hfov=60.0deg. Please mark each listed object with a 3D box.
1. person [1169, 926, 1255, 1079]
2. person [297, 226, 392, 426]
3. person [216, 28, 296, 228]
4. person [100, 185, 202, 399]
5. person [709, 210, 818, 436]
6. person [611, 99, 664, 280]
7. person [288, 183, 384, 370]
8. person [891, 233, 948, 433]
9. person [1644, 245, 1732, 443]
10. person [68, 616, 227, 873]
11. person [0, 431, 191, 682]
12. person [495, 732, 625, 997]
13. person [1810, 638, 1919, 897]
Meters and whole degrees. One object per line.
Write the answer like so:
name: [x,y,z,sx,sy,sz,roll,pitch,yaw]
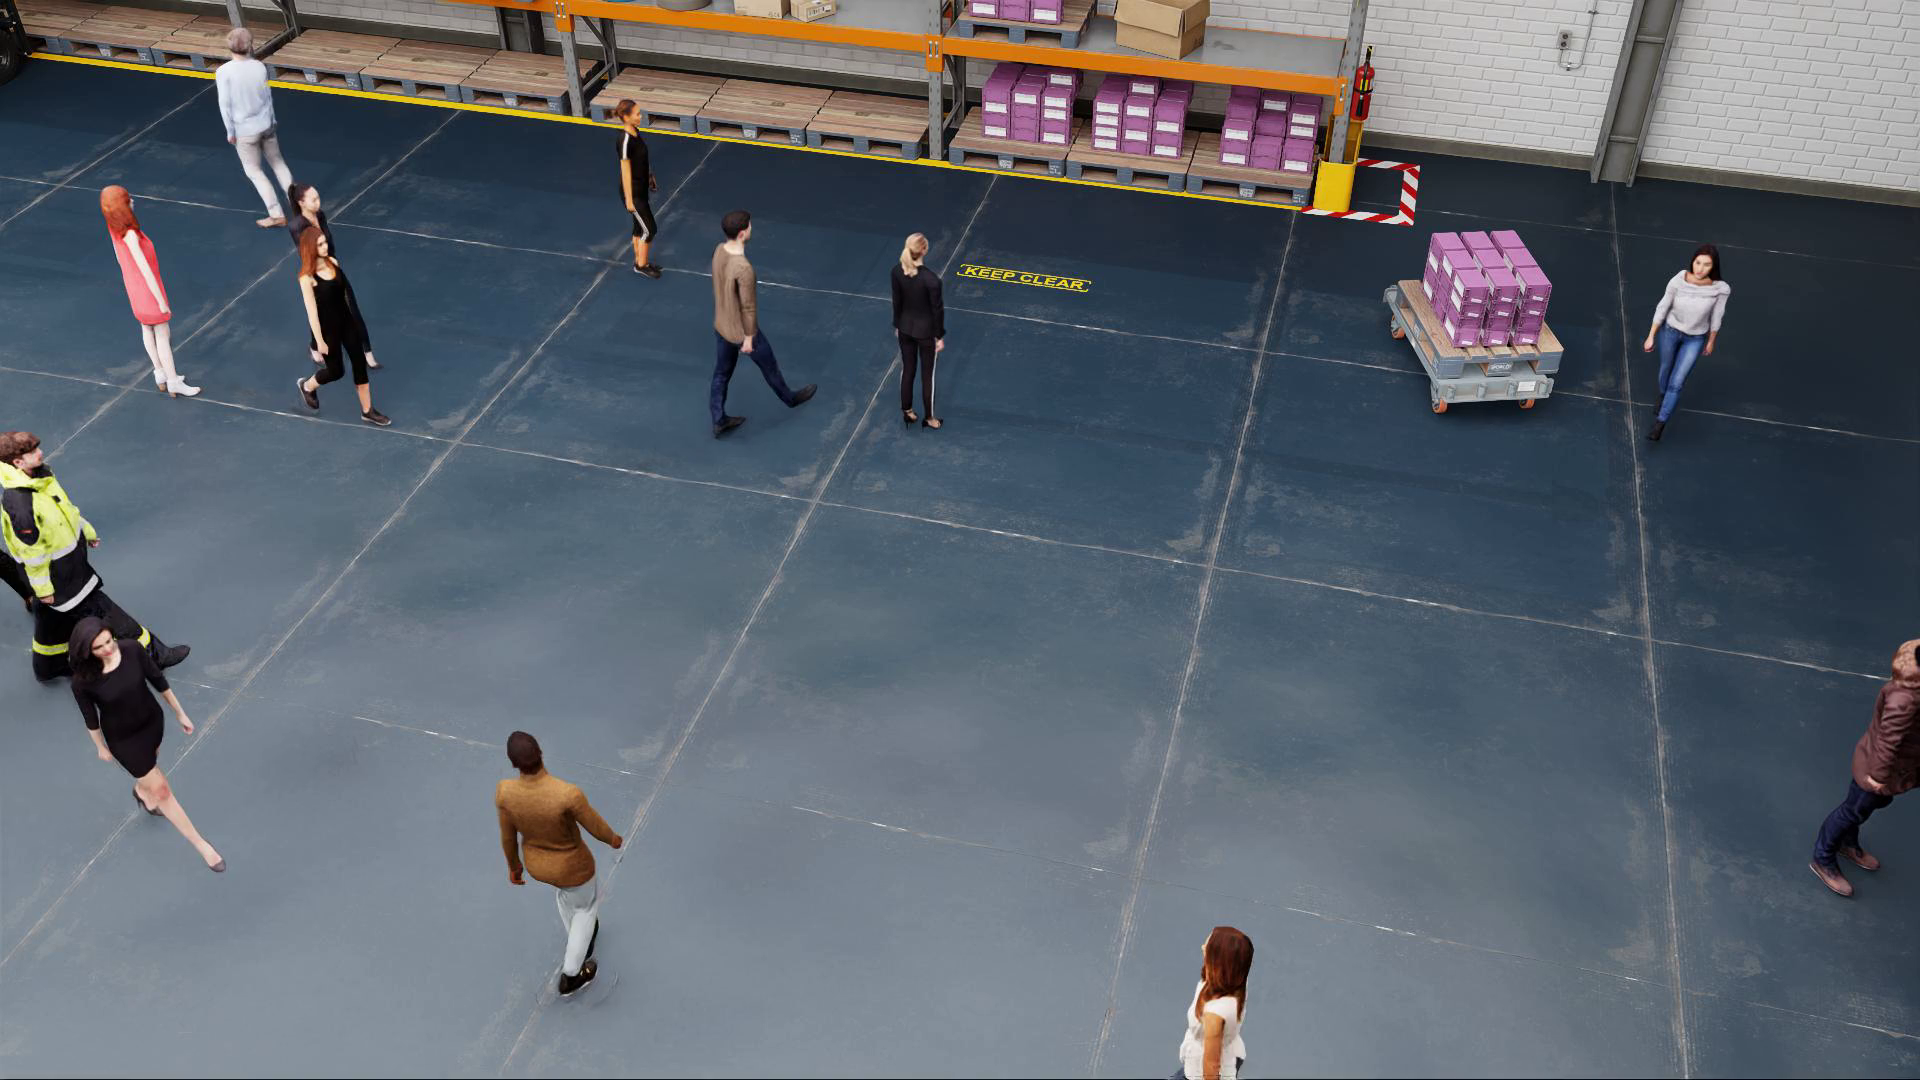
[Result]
person: [1.259,2.450,7.717,0.845,1.765,0.688,17,42,20]
person: [-4.913,-1.648,12.891,0.997,1.712,0.672,15,41,18]
person: [-6.579,-3.802,15.465,0.698,1.866,0.767,13,40,16]
person: [-6.465,-1.965,13.197,0.735,1.826,0.625,-32,48,-33]
person: [-1.776,-1.606,12.735,1.117,1.841,1.152,-27,46,-29]
person: [-2.946,-3.111,14.764,0.603,1.660,0.646,3,39,4]
person: [-5.203,-2.086,13.457,0.858,1.690,0.626,12,40,14]
person: [-0.327,-1.583,12.814,0.561,1.706,0.724,20,43,23]
person: [5.623,-1.593,12.923,1.037,1.586,0.895,22,43,25]
person: [-4.714,1.080,9.452,1.223,1.740,0.864,22,43,25]
person: [-5.764,0.169,10.439,1.369,1.933,1.199,-11,40,-14]
person: [-2.099,1.726,8.604,0.722,1.790,0.728,10,40,12]
person: [5.180,1.184,9.236,0.867,1.847,0.906,-24,44,-27]
